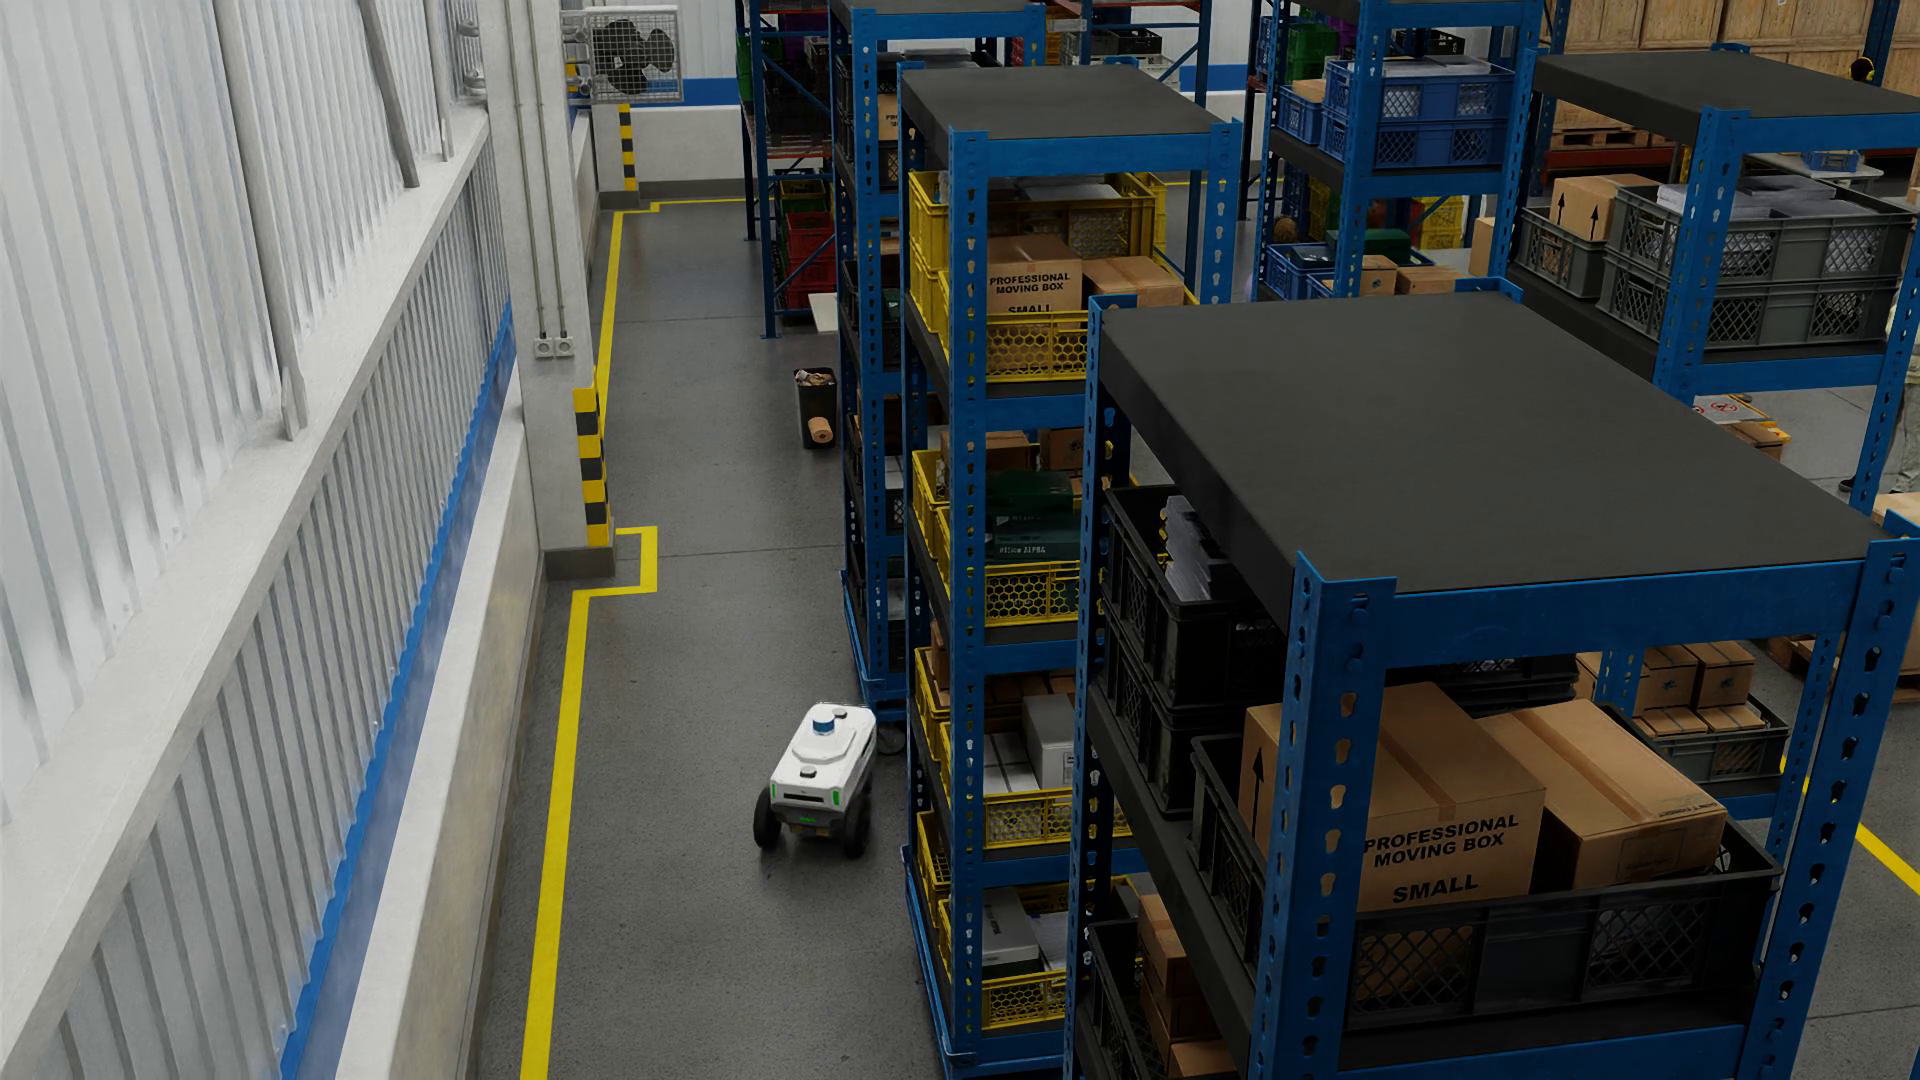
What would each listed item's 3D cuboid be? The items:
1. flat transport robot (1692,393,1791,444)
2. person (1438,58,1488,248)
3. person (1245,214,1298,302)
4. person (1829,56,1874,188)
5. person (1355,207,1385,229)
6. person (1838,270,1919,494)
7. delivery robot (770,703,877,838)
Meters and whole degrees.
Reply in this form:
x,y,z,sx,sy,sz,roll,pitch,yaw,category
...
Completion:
x,y,z,sx,sy,sz,roll,pitch,yaw,category
5.224,-0.859,12.132,1.431,0.197,0.652,-4,25,-8,flat transport robot
5.195,-3.918,16.869,0.576,1.883,0.354,-10,26,-20,person
2.044,-1.147,10.796,0.625,1.931,0.371,-19,31,-36,person
9.082,-3.999,17.064,0.320,1.867,0.533,-10,27,-21,person
2.734,-1.379,11.469,0.694,1.791,0.784,-18,30,-33,person
6.188,-1.102,10.818,0.403,1.822,0.588,-8,26,-16,person
-0.617,1.014,7.615,0.477,0.478,0.707,5,25,10,delivery robot
